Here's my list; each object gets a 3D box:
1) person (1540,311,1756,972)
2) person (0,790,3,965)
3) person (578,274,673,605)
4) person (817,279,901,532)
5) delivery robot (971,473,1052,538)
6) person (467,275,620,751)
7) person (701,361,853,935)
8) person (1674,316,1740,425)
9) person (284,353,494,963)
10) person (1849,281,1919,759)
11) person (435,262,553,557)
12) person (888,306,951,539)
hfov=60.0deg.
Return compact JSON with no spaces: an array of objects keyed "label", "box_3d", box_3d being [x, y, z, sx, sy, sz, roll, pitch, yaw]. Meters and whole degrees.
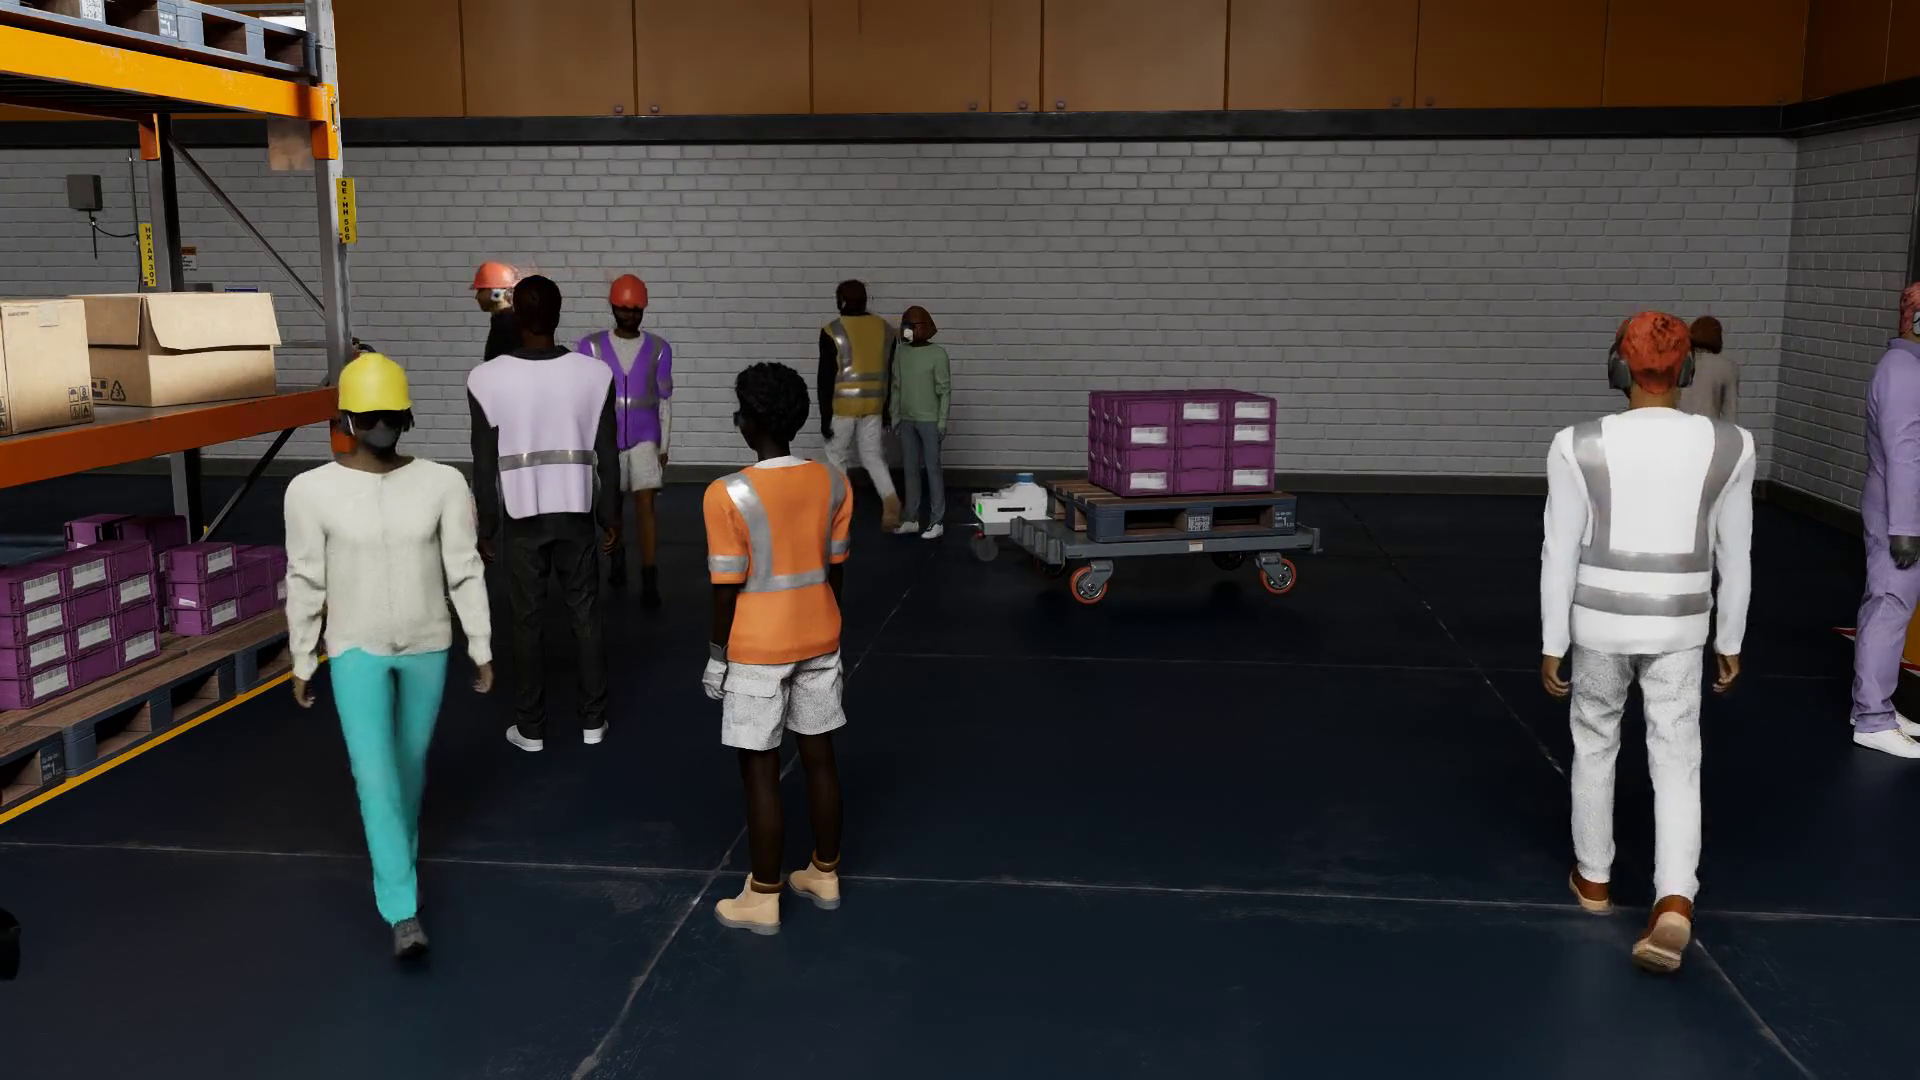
[{"label":"person","box_3d":[1.962,0.273,4.775,0.579,1.857,0.883,2,10,13]},{"label":"person","box_3d":[-0.771,0.971,1.226,0.540,1.697,0.318,2,10,9]},{"label":"person","box_3d":[-1.956,-0.605,9.750,0.559,1.891,1.007,-2,10,-12]},{"label":"person","box_3d":[-0.713,-0.927,11.760,0.639,1.820,0.726,-7,12,-33]},{"label":"delivery robot","box_3d":[0.433,-0.199,10.931,0.707,0.478,0.477,-1,10,-7]},{"label":"person","box_3d":[-1.664,-0.099,6.721,0.592,1.922,0.392,-4,11,-23]},{"label":"person","box_3d":[-0.544,0.320,4.957,0.318,1.699,0.535,9,13,42]},{"label":"person","box_3d":[4.927,-0.711,11.193,0.552,1.586,0.820,5,11,27]},{"label":"person","box_3d":[-1.622,0.330,4.807,0.547,1.717,0.877,-6,12,-32]},{"label":"person","box_3d":[3.850,-0.093,6.729,0.409,1.909,0.639,5,11,28]},{"label":"person","box_3d":[-3.016,-0.830,10.845,1.025,1.938,0.610,-4,11,-19]},{"label":"person","box_3d":[-0.286,-0.826,11.706,0.505,1.632,0.269,8,13,39]}]
